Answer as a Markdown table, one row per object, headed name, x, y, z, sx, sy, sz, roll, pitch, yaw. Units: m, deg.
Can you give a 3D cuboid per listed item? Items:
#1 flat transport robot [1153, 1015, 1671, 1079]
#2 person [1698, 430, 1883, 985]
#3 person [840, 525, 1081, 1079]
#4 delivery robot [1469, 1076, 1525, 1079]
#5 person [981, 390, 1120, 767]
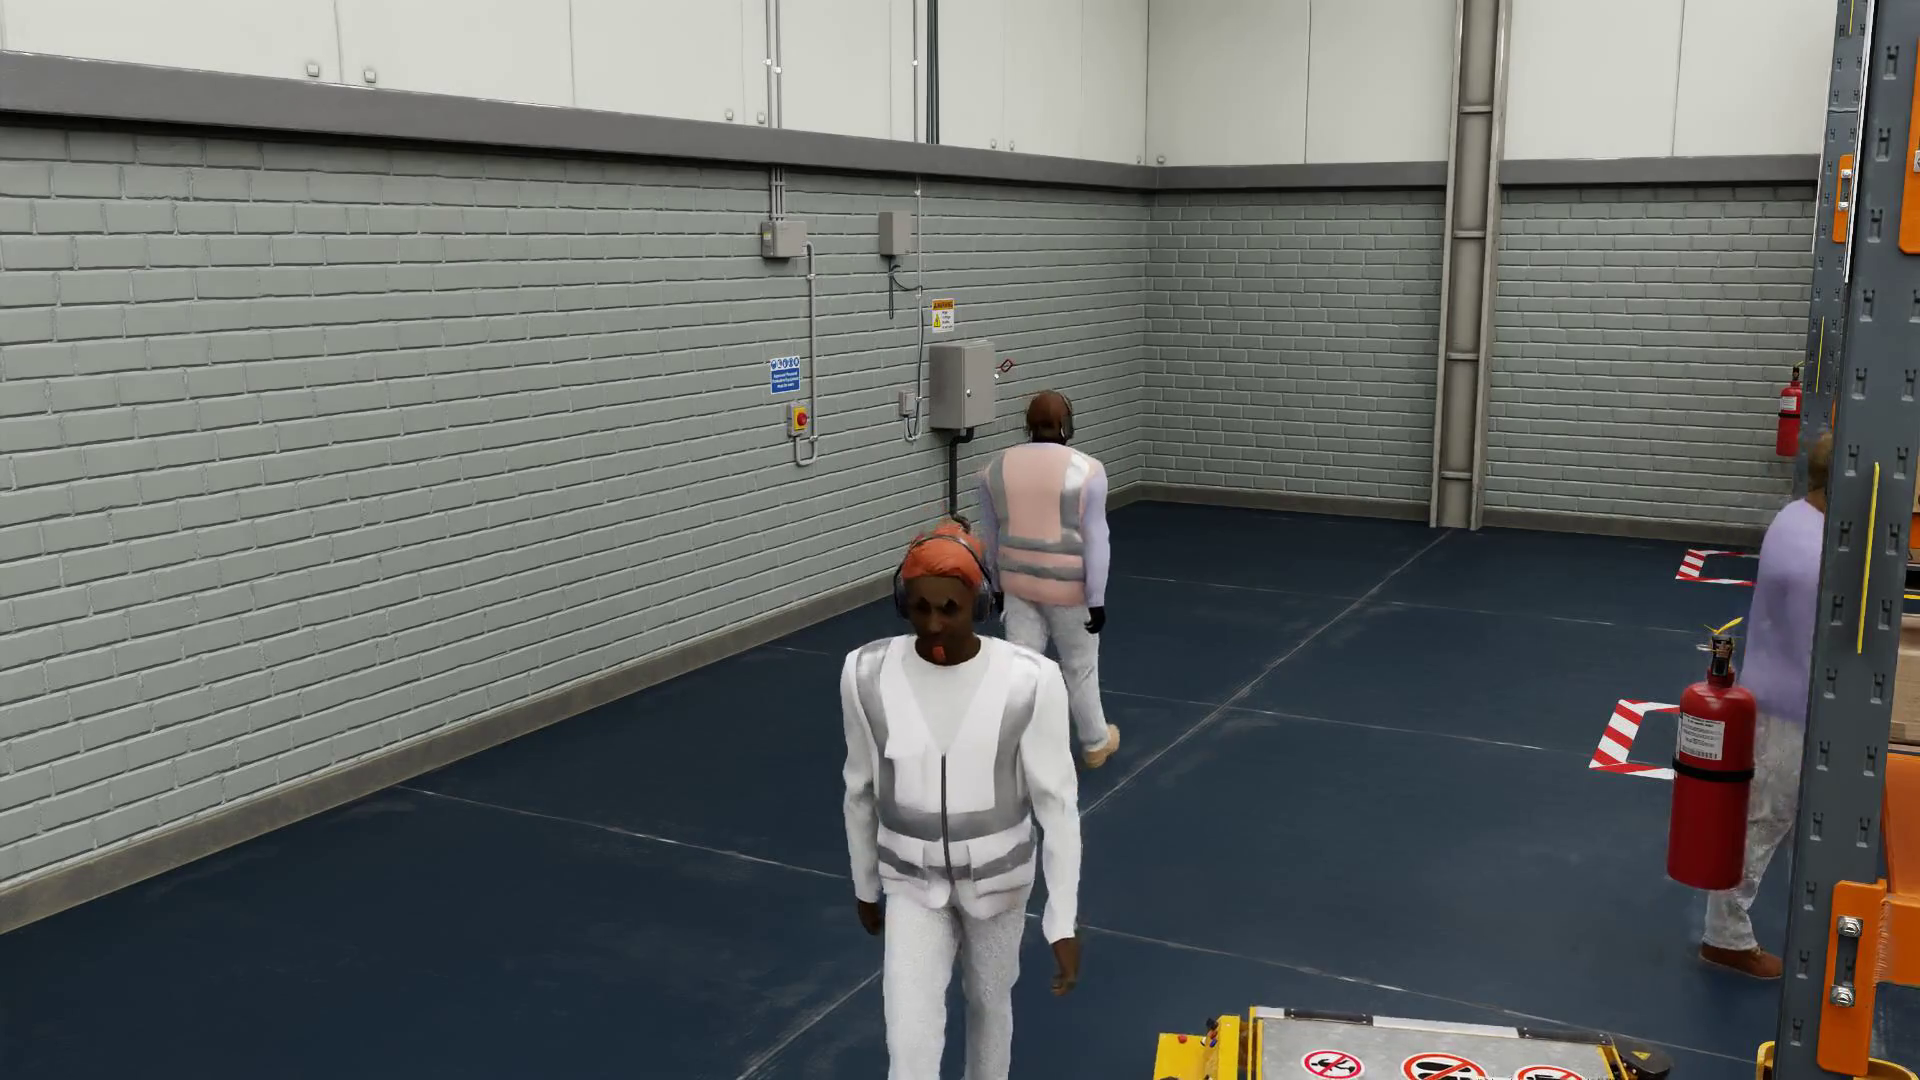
| name | x | y | z | sx | sy | sz | roll | pitch | yaw |
| --- | --- | --- | --- | --- | --- | --- | --- | --- | --- |
| flat transport robot | 1.248 | 1.556 | 4.590 | 1.431 | 0.197 | 0.652 | 2 | 11 | 10 |
| person | 2.863 | 0.579 | 5.430 | 0.780 | 1.909 | 0.666 | 5 | 12 | 26 |
| person | -0.003 | 0.871 | 4.046 | 0.606 | 1.825 | 0.995 | 1 | 10 | 7 |
| delivery robot | 1.360 | 1.506 | 3.830 | 0.477 | 0.478 | 0.707 | 1 | 10 | 8 |
| person | 0.442 | 0.214 | 7.692 | 0.656 | 1.811 | 0.777 | 5 | 12 | 26 |
